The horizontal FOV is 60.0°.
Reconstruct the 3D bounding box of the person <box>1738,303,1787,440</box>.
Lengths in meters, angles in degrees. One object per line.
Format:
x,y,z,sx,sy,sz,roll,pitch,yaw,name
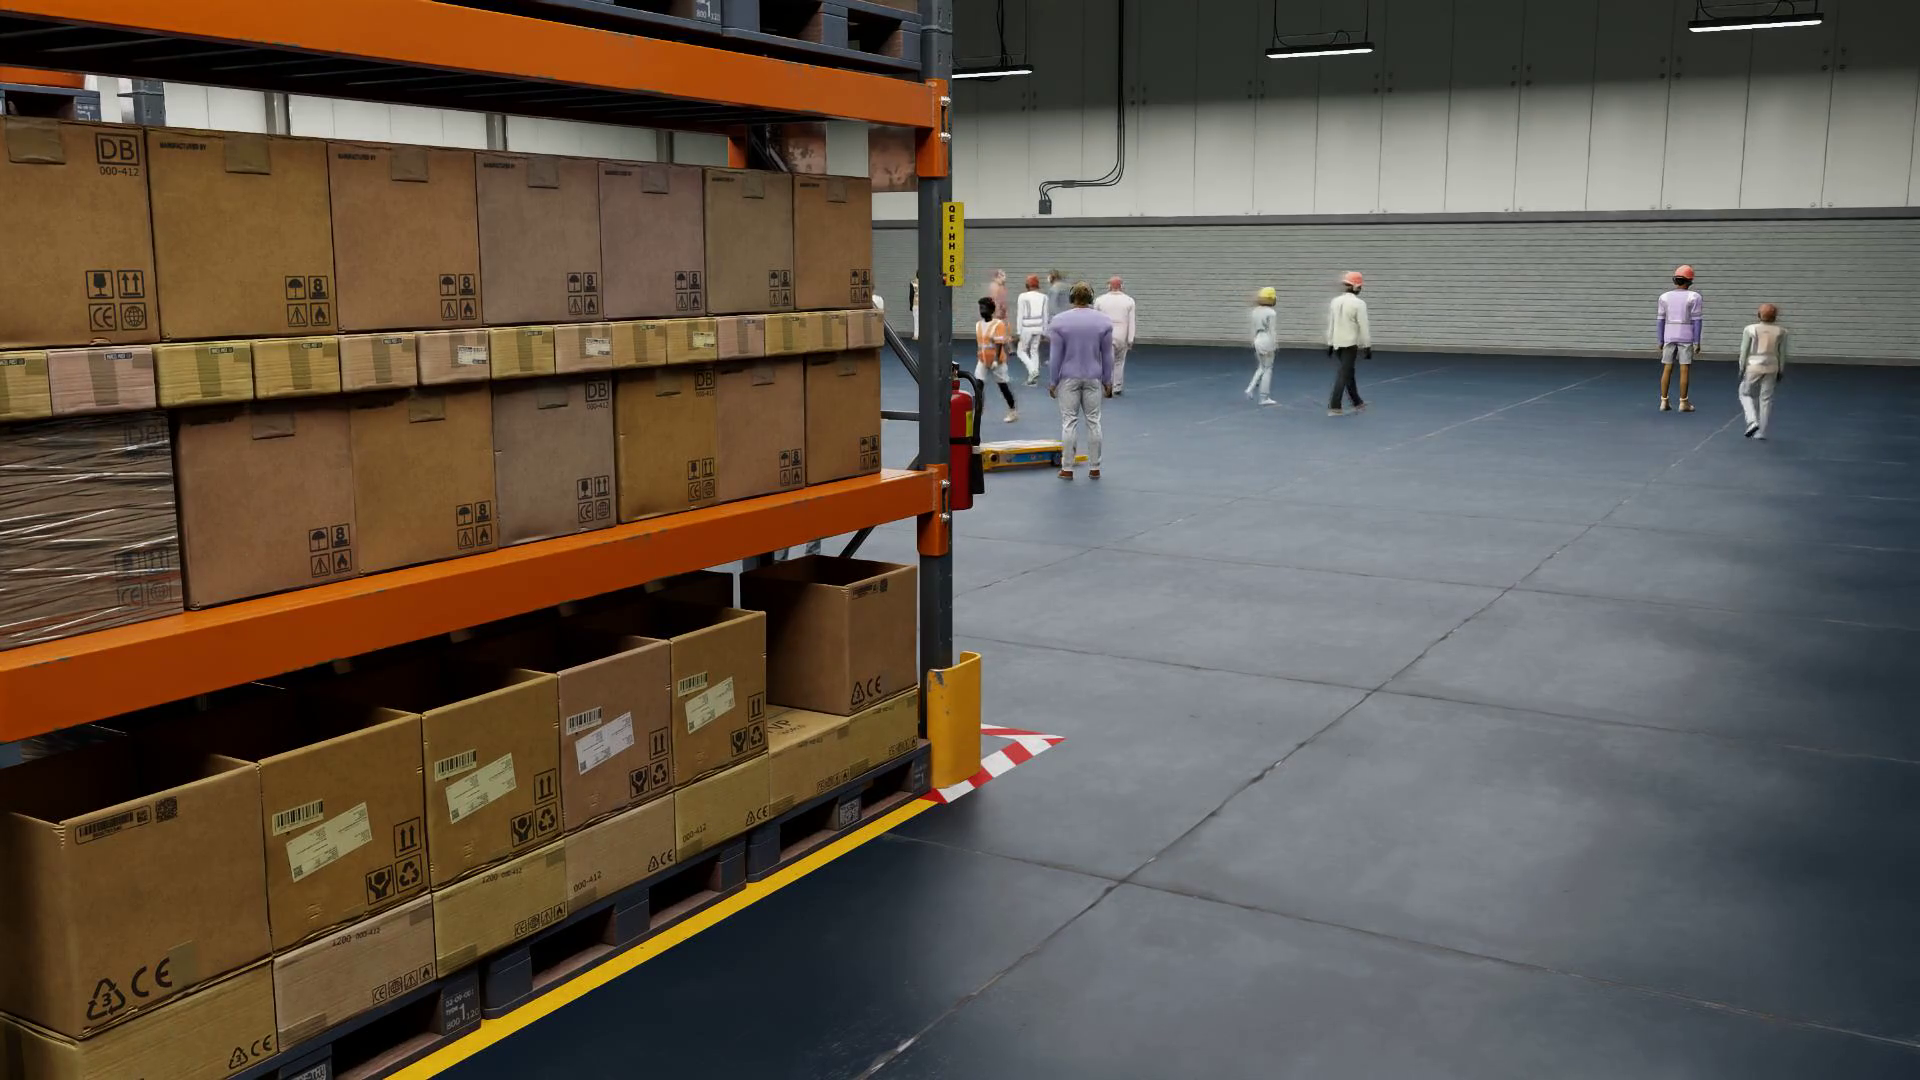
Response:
9.512,-1.997,19.746,0.534,1.626,0.370,1,10,7,person

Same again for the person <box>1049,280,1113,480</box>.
1.174,-1.546,16.186,0.635,1.939,0.362,-1,10,-8,person

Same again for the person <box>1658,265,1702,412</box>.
10.089,-2.817,23.323,0.607,2.044,0.372,9,13,44,person

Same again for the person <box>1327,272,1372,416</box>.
5.420,-2.682,22.802,0.969,1.948,0.657,-5,11,-27,person

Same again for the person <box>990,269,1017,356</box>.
0.969,-4.921,36.111,0.876,1.874,0.680,3,10,17,person

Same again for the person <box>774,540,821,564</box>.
-1.136,-0.560,11.302,0.503,1.636,0.277,4,10,21,person

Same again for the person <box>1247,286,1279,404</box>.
4.510,-2.858,24.475,0.367,1.733,0.502,-5,11,-27,person

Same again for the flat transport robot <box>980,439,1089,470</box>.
0.575,-0.897,17.266,1.431,0.197,0.652,-6,11,-31,flat transport robot

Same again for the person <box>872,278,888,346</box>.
-1.437,-3.194,26.043,0.574,1.867,0.441,5,11,26,person

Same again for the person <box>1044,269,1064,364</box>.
1.898,-4.508,33.580,0.431,1.928,0.632,2,10,10,person

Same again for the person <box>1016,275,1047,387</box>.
1.185,-3.477,27.695,0.606,1.868,0.432,-6,11,-31,person

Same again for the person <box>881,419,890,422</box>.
-1.341,-2.416,21.651,0.828,1.819,0.626,-6,11,-30,person

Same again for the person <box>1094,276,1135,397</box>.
2.388,-3.159,25.852,0.653,1.875,0.890,0,10,3,person

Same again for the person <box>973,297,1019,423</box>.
0.433,-2.317,21.548,0.533,1.653,0.862,8,13,40,person

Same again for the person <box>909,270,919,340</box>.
-1.026,-6.122,43.267,0.632,1.843,0.429,-4,10,-20,person
